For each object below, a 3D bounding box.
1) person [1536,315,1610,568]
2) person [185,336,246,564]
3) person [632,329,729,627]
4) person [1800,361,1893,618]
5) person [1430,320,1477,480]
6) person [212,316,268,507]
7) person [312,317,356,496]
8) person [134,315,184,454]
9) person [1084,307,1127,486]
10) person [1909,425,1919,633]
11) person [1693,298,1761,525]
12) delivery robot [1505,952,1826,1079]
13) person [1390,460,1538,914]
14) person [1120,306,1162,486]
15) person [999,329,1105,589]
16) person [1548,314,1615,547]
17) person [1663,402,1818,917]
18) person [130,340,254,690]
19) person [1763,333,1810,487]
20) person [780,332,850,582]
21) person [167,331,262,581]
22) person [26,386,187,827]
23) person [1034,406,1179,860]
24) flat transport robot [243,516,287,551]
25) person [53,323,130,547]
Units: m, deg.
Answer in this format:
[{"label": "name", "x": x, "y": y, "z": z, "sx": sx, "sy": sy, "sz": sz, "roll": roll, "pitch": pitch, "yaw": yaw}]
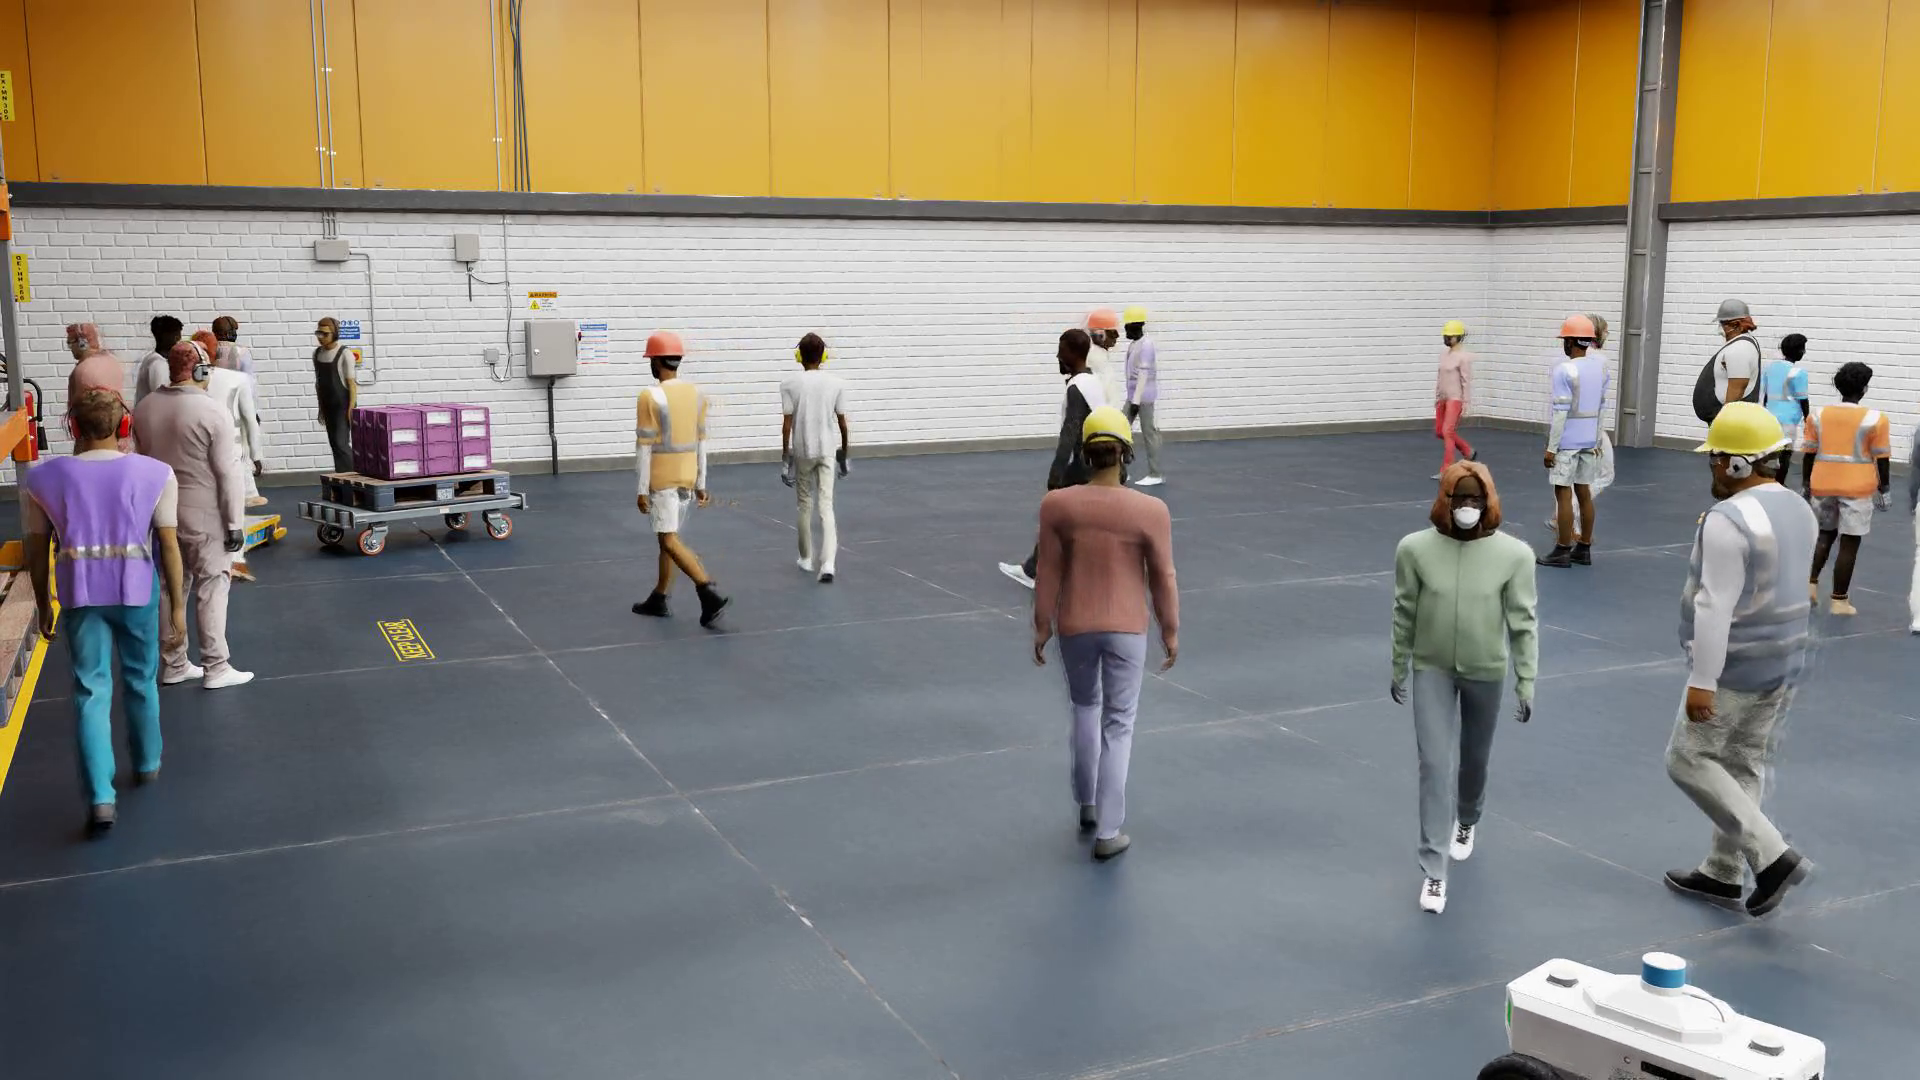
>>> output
[{"label": "person", "x": 4.694, "y": -0.753, "z": 12.773, "sx": 0.552, "sy": 1.937, "sz": 0.356, "roll": -5, "pitch": 11, "yaw": -30}, {"label": "person", "x": -5.789, "y": -0.682, "z": 12.833, "sx": 0.600, "sy": 1.789, "sz": 0.908, "roll": -7, "pitch": 12, "yaw": -39}, {"label": "person", "x": -1.813, "y": -0.394, "z": 10.679, "sx": 0.865, "sy": 1.910, "sz": 0.548, "roll": 6, "pitch": 11, "yaw": 35}, {"label": "person", "x": 5.784, "y": -0.322, "z": 10.874, "sx": 0.355, "sy": 1.688, "sz": 0.545, "roll": -6, "pitch": 11, "yaw": -34}, {"label": "person", "x": 5.420, "y": -1.532, "z": 18.159, "sx": 0.569, "sy": 1.749, "sz": 0.527, "roll": -3, "pitch": 10, "yaw": -16}, {"label": "person", "x": -7.035, "y": -1.233, "z": 16.049, "sx": 0.620, "sy": 1.845, "sz": 0.430, "roll": 2, "pitch": 9, "yaw": 11}, {"label": "person", "x": -6.159, "y": -1.281, "z": 16.428, "sx": 0.503, "sy": 1.826, "sz": 0.431, "roll": 5, "pitch": 10, "yaw": 26}, {"label": "person", "x": -6.852, "y": -0.956, "z": 14.159, "sx": 1.060, "sy": 1.901, "sz": 0.645, "roll": -4, "pitch": 10, "yaw": -25}, {"label": "person", "x": 1.153, "y": -0.880, "z": 13.436, "sx": 0.436, "sy": 1.978, "sz": 0.621, "roll": 1, "pitch": 9, "yaw": 7}, {"label": "person", "x": 6.237, "y": -0.211, "z": 10.487, "sx": 0.511, "sy": 1.587, "sz": 0.844, "roll": 8, "pitch": 12, "yaw": 41}, {"label": "person", "x": 6.824, "y": -1.138, "z": 14.847, "sx": 0.537, "sy": 2.000, "sz": 0.678, "roll": 5, "pitch": 10, "yaw": 29}, {"label": "delivery robot", "x": 1.747, "y": 1.278, "z": 4.161, "sx": 0.477, "sy": 0.478, "sz": 0.707, "roll": -8, "pitch": 12, "yaw": -42}, {"label": "person", "x": 1.854, "y": 0.486, "z": 6.140, "sx": 0.510, "sy": 1.599, "sz": 0.814, "roll": 3, "pitch": 10, "yaw": 17}, {"label": "person", "x": 1.802, "y": -1.505, "z": 17.545, "sx": 0.791, "sy": 1.896, "sz": 0.594, "roll": -2, "pitch": 9, "yaw": -15}, {"label": "person", "x": 0.757, "y": -0.531, "z": 11.626, "sx": 1.011, "sy": 1.865, "sz": 0.617, "roll": 2, "pitch": 9, "yaw": 10}, {"label": "person", "x": 5.097, "y": -0.877, "z": 13.569, "sx": 0.432, "sy": 1.924, "sz": 0.644, "roll": -2, "pitch": 9, "yaw": -10}, {"label": "person", "x": 2.746, "y": 0.430, "z": 5.802, "sx": 0.614, "sy": 1.815, "sz": 0.477, "roll": -7, "pitch": 12, "yaw": -37}, {"label": "person", "x": -4.162, "y": -0.134, "z": 9.077, "sx": 0.635, "sy": 1.900, "sz": 0.398, "roll": 3, "pitch": 10, "yaw": 16}, {"label": "person", "x": 8.010, "y": -1.147, "z": 16.008, "sx": 0.606, "sy": 1.674, "sz": 0.548, "roll": -2, "pitch": 9, "yaw": -10}, {"label": "person", "x": -1.060, "y": -0.618, "z": 12.302, "sx": 0.537, "sy": 1.829, "sz": 0.959, "roll": -2, "pitch": 9, "yaw": -12}, {"label": "person", "x": -5.494, "y": -0.610, "z": 12.280, "sx": 0.612, "sy": 1.838, "sz": 0.910, "roll": -3, "pitch": 10, "yaw": -20}, {"label": "person", "x": -3.567, "y": 0.258, "z": 6.974, "sx": 0.581, "sy": 1.792, "sz": 1.008, "roll": -4, "pitch": 10, "yaw": -23}, {"label": "person", "x": 0.588, "y": 0.347, "z": 6.533, "sx": 0.555, "sy": 1.739, "sz": 0.610, "roll": 3, "pitch": 10, "yaw": 19}, {"label": "flat transport robot", "x": -6.000, "y": -0.025, "z": 13.410, "sx": 0.652, "sy": 0.197, "sz": 1.431, "roll": -1, "pitch": 9, "yaw": -4}, {"label": "person", "x": -7.011, "y": -0.853, "z": 13.643, "sx": 0.955, "sy": 1.867, "sz": 0.648, "roll": 0, "pitch": 9, "yaw": 1}]
